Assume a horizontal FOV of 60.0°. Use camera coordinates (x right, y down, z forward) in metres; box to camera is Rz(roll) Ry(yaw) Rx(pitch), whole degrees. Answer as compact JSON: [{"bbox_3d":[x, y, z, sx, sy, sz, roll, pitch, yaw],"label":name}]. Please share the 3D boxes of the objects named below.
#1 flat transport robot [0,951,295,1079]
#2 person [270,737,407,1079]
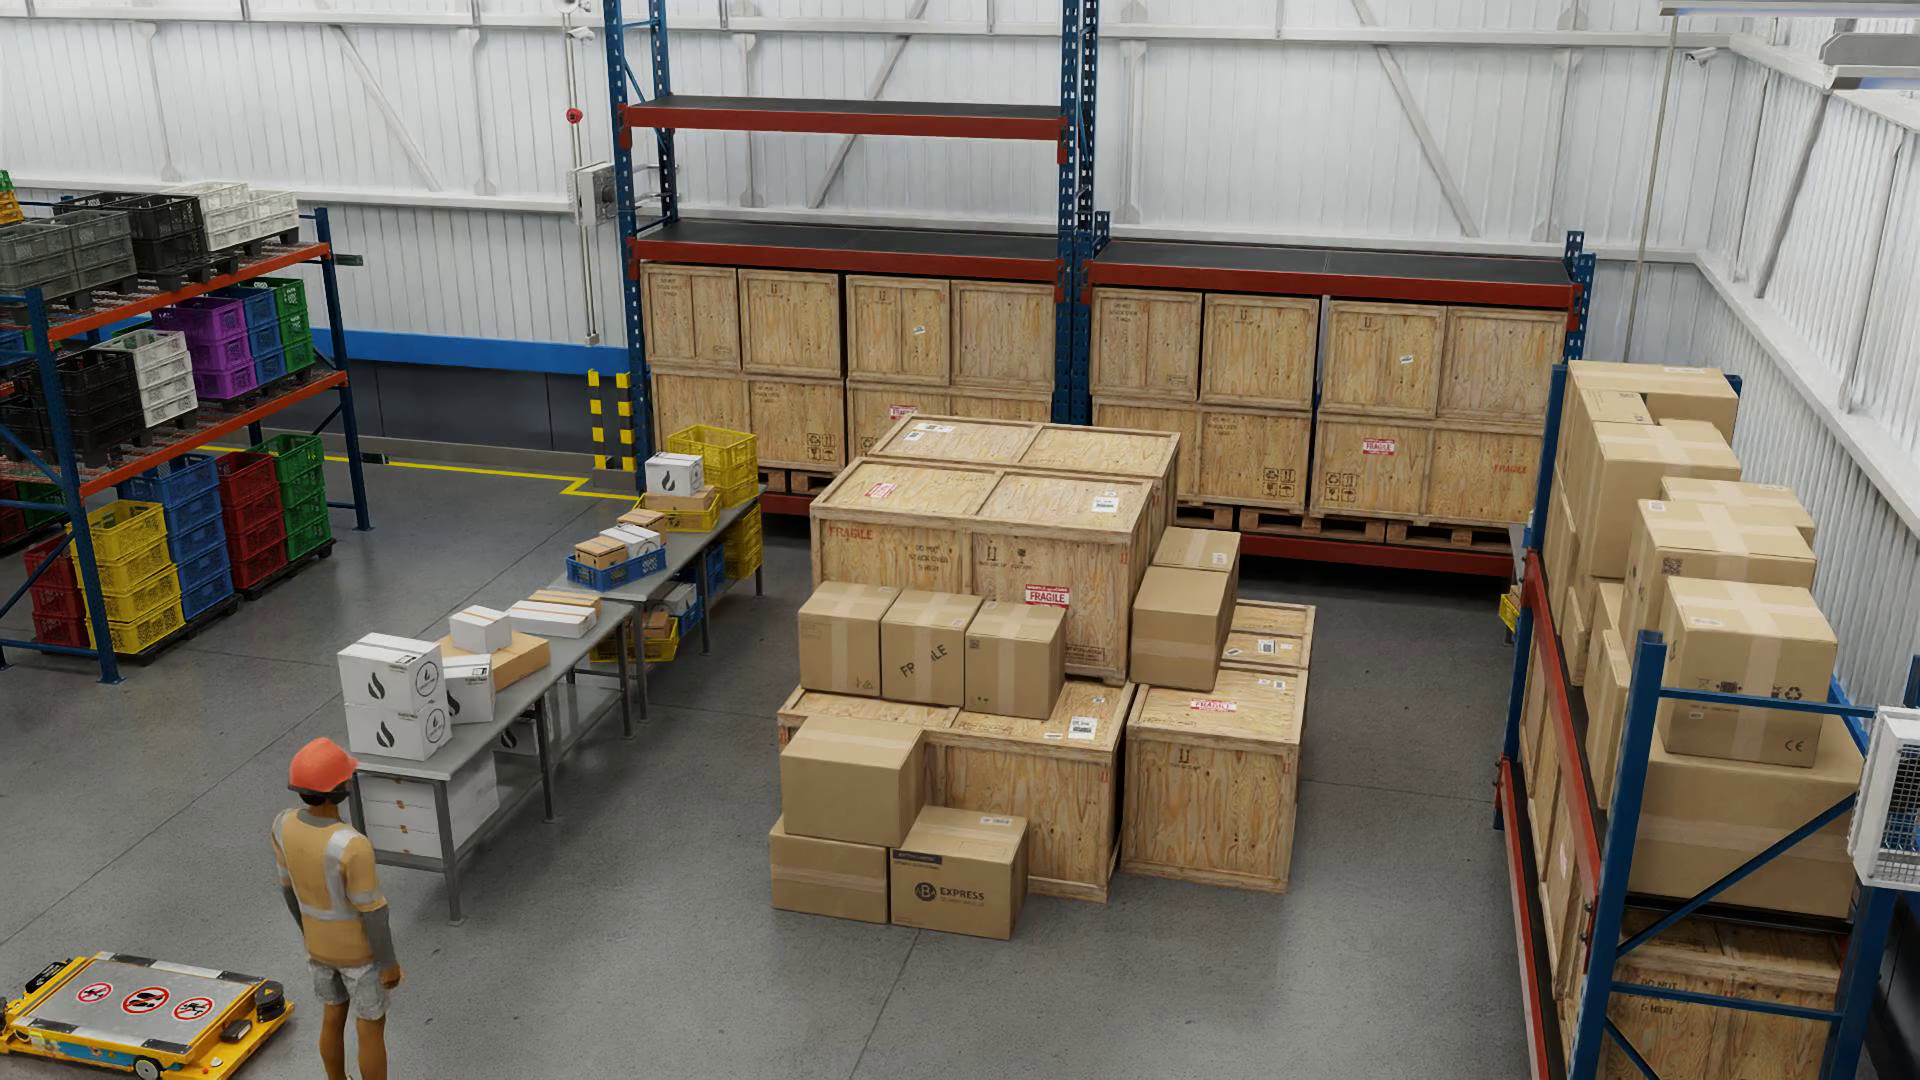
[{"bbox_3d":[-4.270,2.464,8.601,1.431,0.231,0.659,5,22,13],"label":"flat transport robot"},{"bbox_3d":[-2.840,1.849,7.721,0.611,2.047,0.361,11,24,27],"label":"person"}]
